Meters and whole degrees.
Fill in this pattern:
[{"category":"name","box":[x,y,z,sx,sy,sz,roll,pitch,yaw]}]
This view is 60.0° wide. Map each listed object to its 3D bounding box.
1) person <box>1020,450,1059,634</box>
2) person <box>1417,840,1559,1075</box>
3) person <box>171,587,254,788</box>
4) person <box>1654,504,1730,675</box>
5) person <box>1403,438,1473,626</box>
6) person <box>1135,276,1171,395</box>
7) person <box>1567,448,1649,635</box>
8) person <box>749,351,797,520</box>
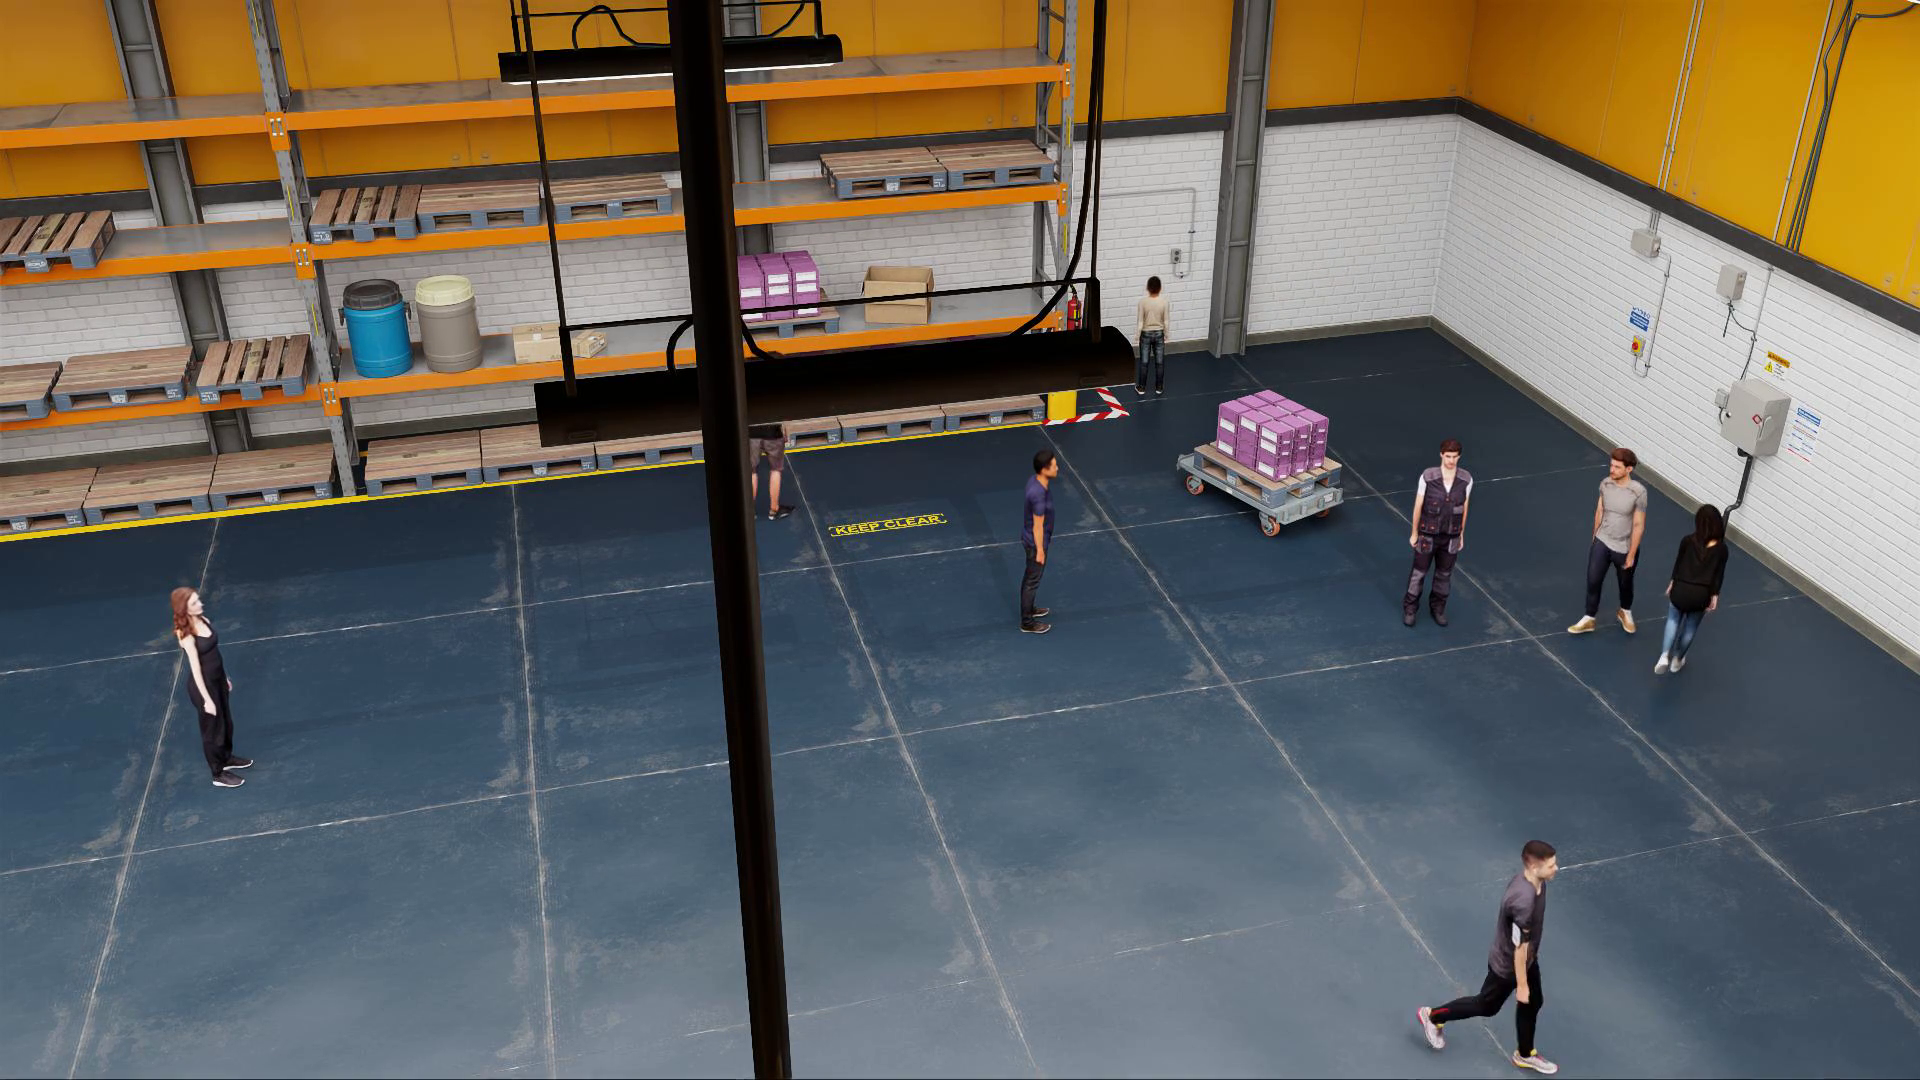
[{"category":"person","box":[0.685,-0.006,15.134,0.632,1.788,0.684,0,29,0]},{"category":"person","box":[3.375,2.607,10.400,1.155,1.734,1.133,18,33,29]},{"category":"person","box":[-5.931,1.135,13.084,0.577,1.748,0.611,-2,29,-4]},{"category":"person","box":[6.329,0.491,14.395,0.846,1.624,0.913,16,33,27]},{"category":"person","box":[4.370,-0.080,15.206,0.612,1.849,0.773,1,29,1]},{"category":"person","box":[2.307,-2.455,19.960,0.522,1.466,0.664,0,29,-1]},{"category":"person","box":[5.973,0.022,15.008,1.027,1.860,0.893,-25,37,-37]},{"category":"person","box":[-2.082,-1.053,17.018,0.590,1.822,0.973,-7,29,-12]}]
